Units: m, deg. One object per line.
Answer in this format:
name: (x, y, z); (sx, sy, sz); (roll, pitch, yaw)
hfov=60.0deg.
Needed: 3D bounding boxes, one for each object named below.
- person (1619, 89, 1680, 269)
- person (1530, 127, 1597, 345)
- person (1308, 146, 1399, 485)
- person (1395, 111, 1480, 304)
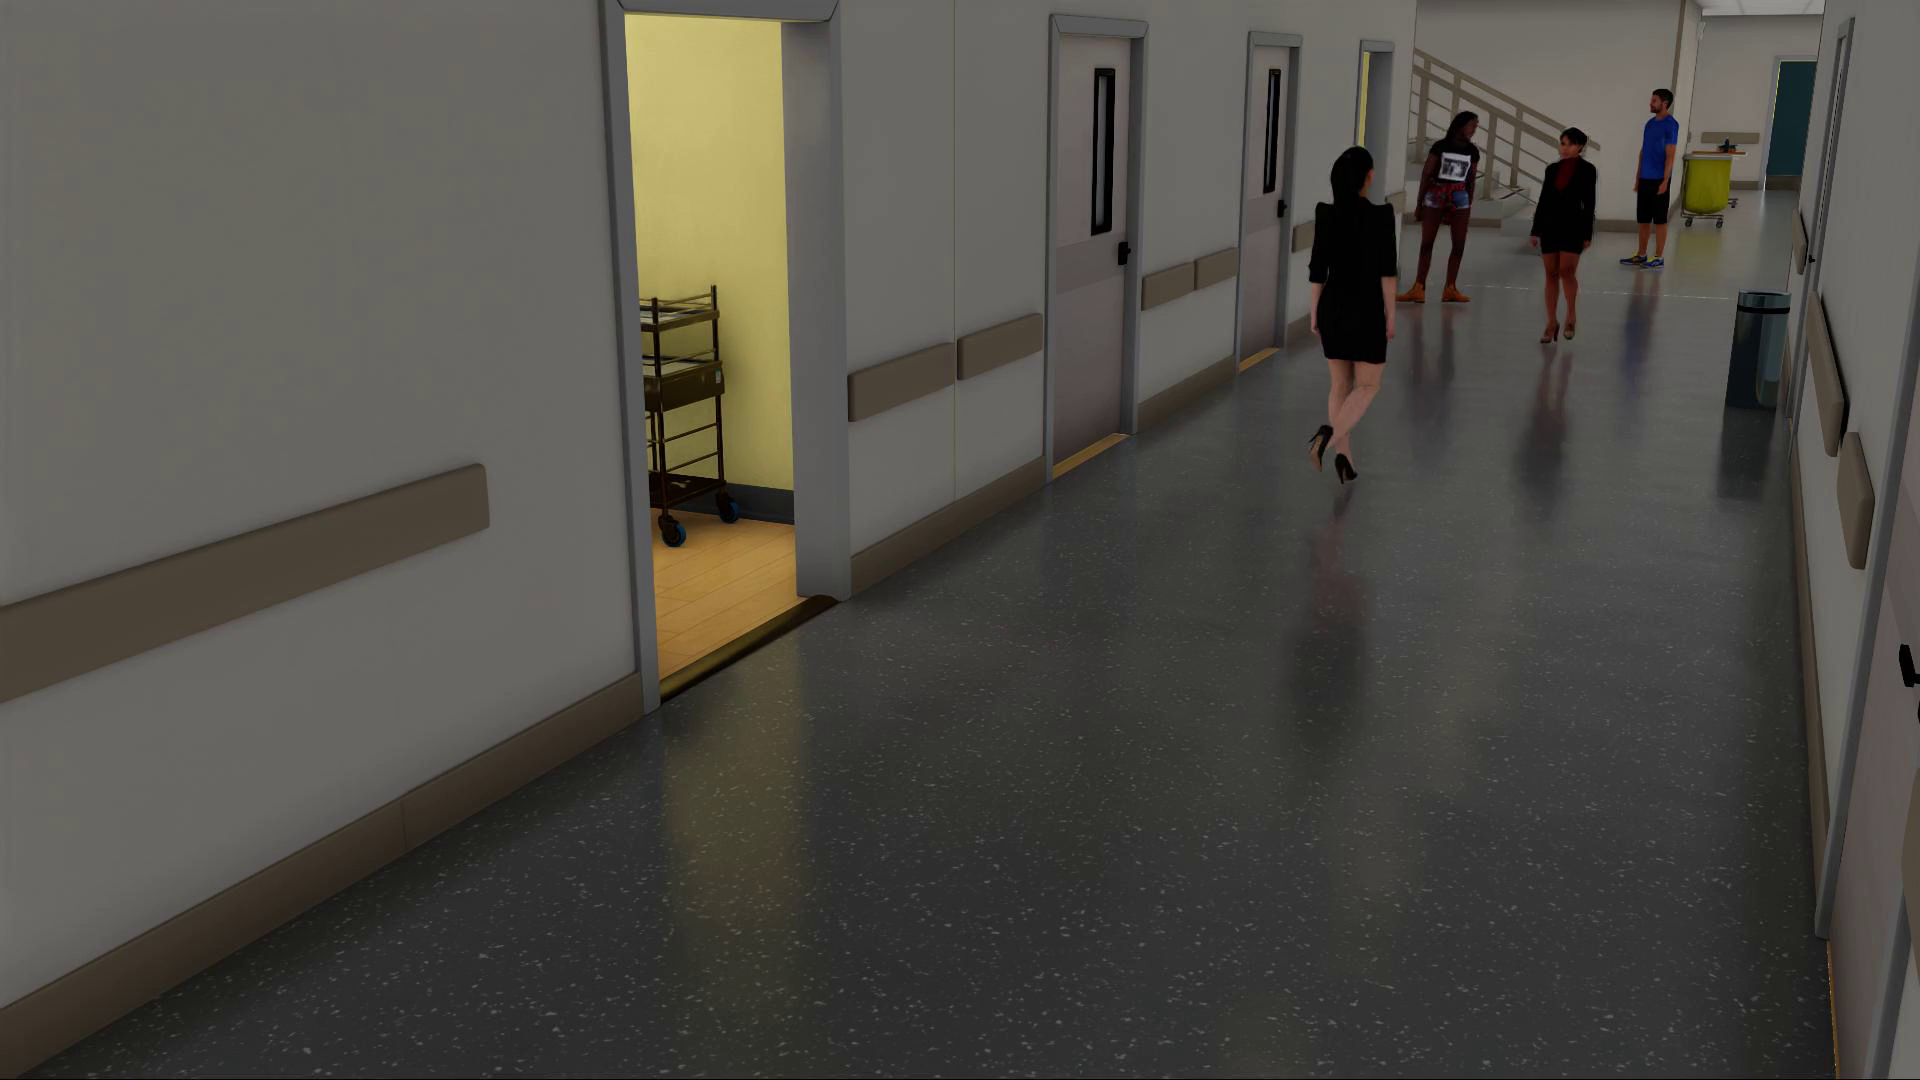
person: (7.446, -3.867, 17.798); (0.751, 1.868, 0.700); (-5, 16, -16)
person: (4.640, -2.317, 12.734); (0.725, 1.633, 0.631); (-15, 22, -42)
person: (1.904, -1.059, 8.182); (0.867, 1.682, 0.773); (11, 19, 35)
person: (4.281, -2.963, 14.900); (0.676, 1.701, 0.933); (6, 17, 19)
